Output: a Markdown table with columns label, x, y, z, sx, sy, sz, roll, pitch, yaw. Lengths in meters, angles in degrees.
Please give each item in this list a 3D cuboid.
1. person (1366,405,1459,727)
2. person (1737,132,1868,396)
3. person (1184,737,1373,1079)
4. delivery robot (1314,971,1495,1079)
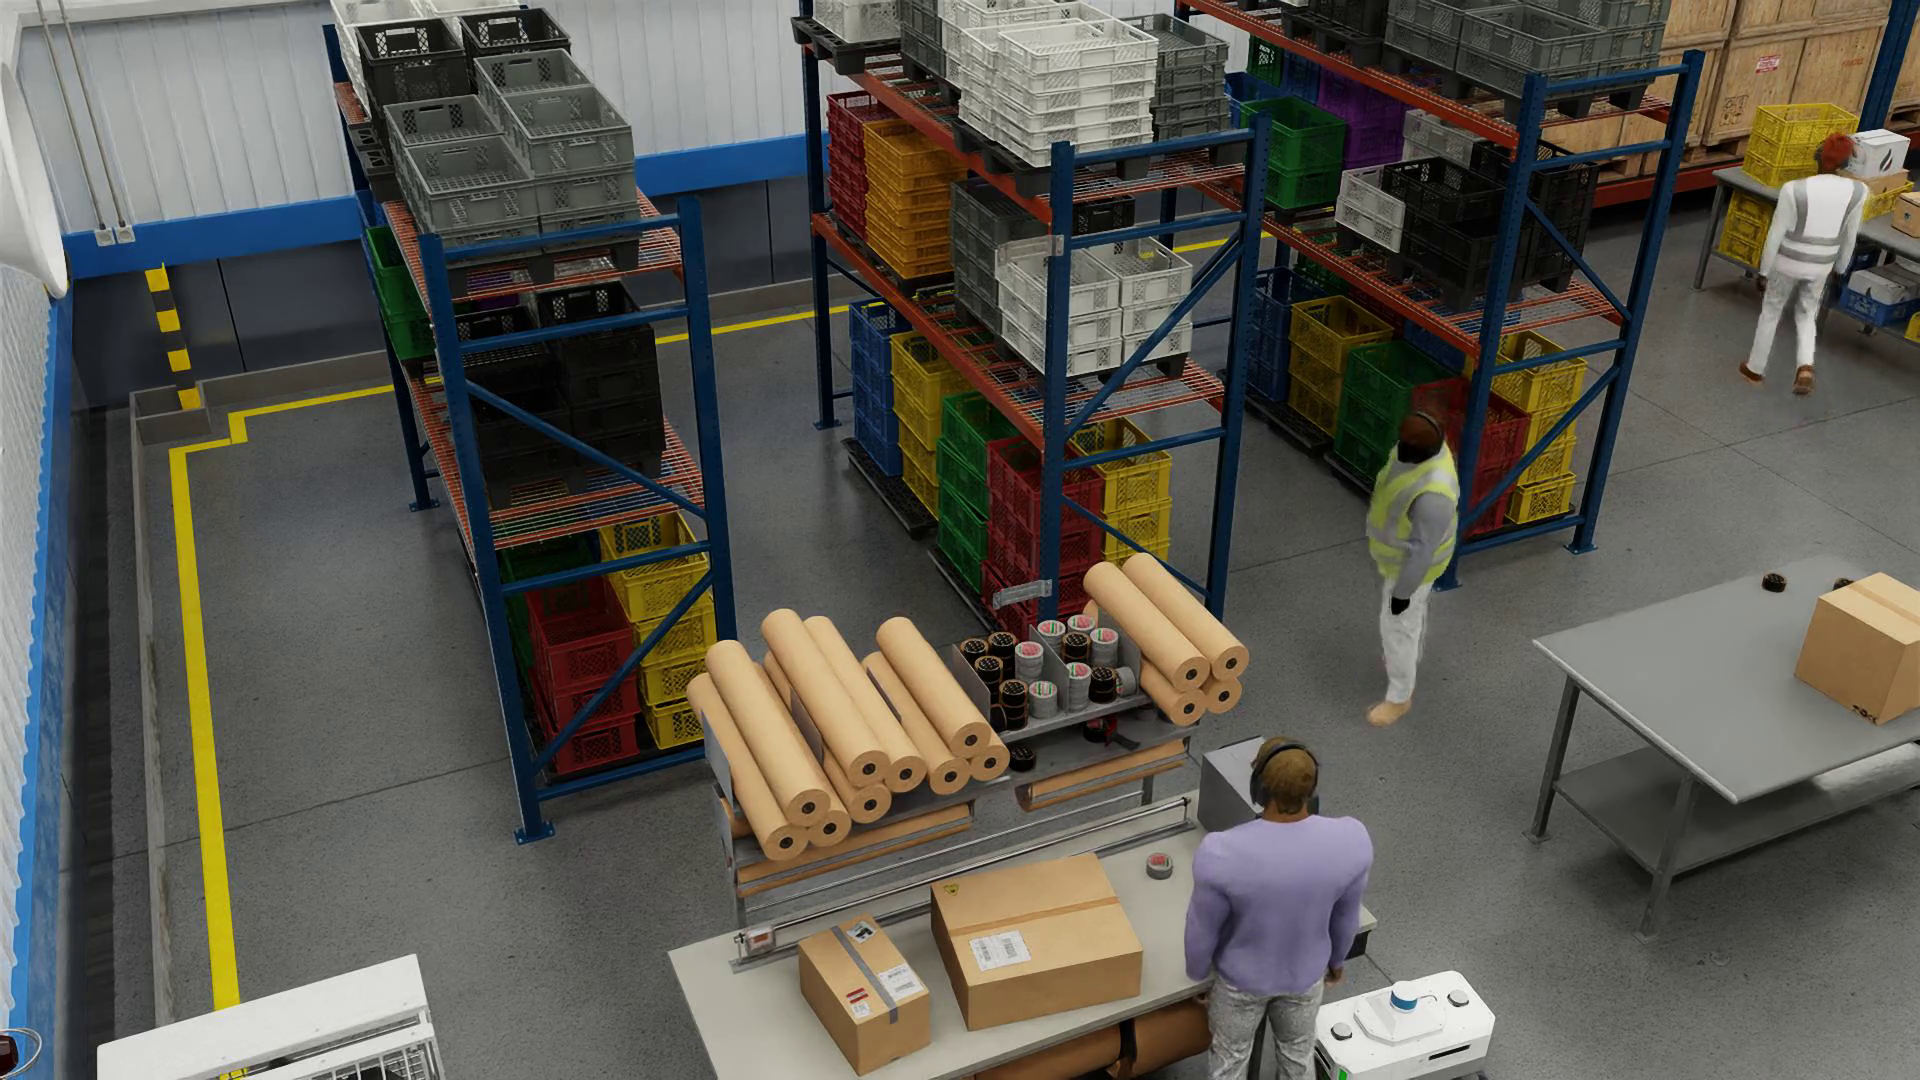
| label | x | y | z | sx | sy | sz | roll | pitch | yaw |
| --- | --- | --- | --- | --- | --- | --- | --- | --- | --- |
| person | 2.238 | 0.070 | 8.388 | 0.433 | 1.810 | 0.771 | 4 | 32 | 6 |
| person | 5.824 | -1.862 | 11.453 | 0.613 | 1.869 | 0.616 | 4 | 32 | 7 |
| person | 1.094 | 1.513 | 5.920 | 0.630 | 1.932 | 0.367 | -3 | 32 | -5 |
| delivery robot | 1.702 | 1.921 | 6.469 | 0.707 | 0.478 | 0.477 | -10 | 33 | -16 |
